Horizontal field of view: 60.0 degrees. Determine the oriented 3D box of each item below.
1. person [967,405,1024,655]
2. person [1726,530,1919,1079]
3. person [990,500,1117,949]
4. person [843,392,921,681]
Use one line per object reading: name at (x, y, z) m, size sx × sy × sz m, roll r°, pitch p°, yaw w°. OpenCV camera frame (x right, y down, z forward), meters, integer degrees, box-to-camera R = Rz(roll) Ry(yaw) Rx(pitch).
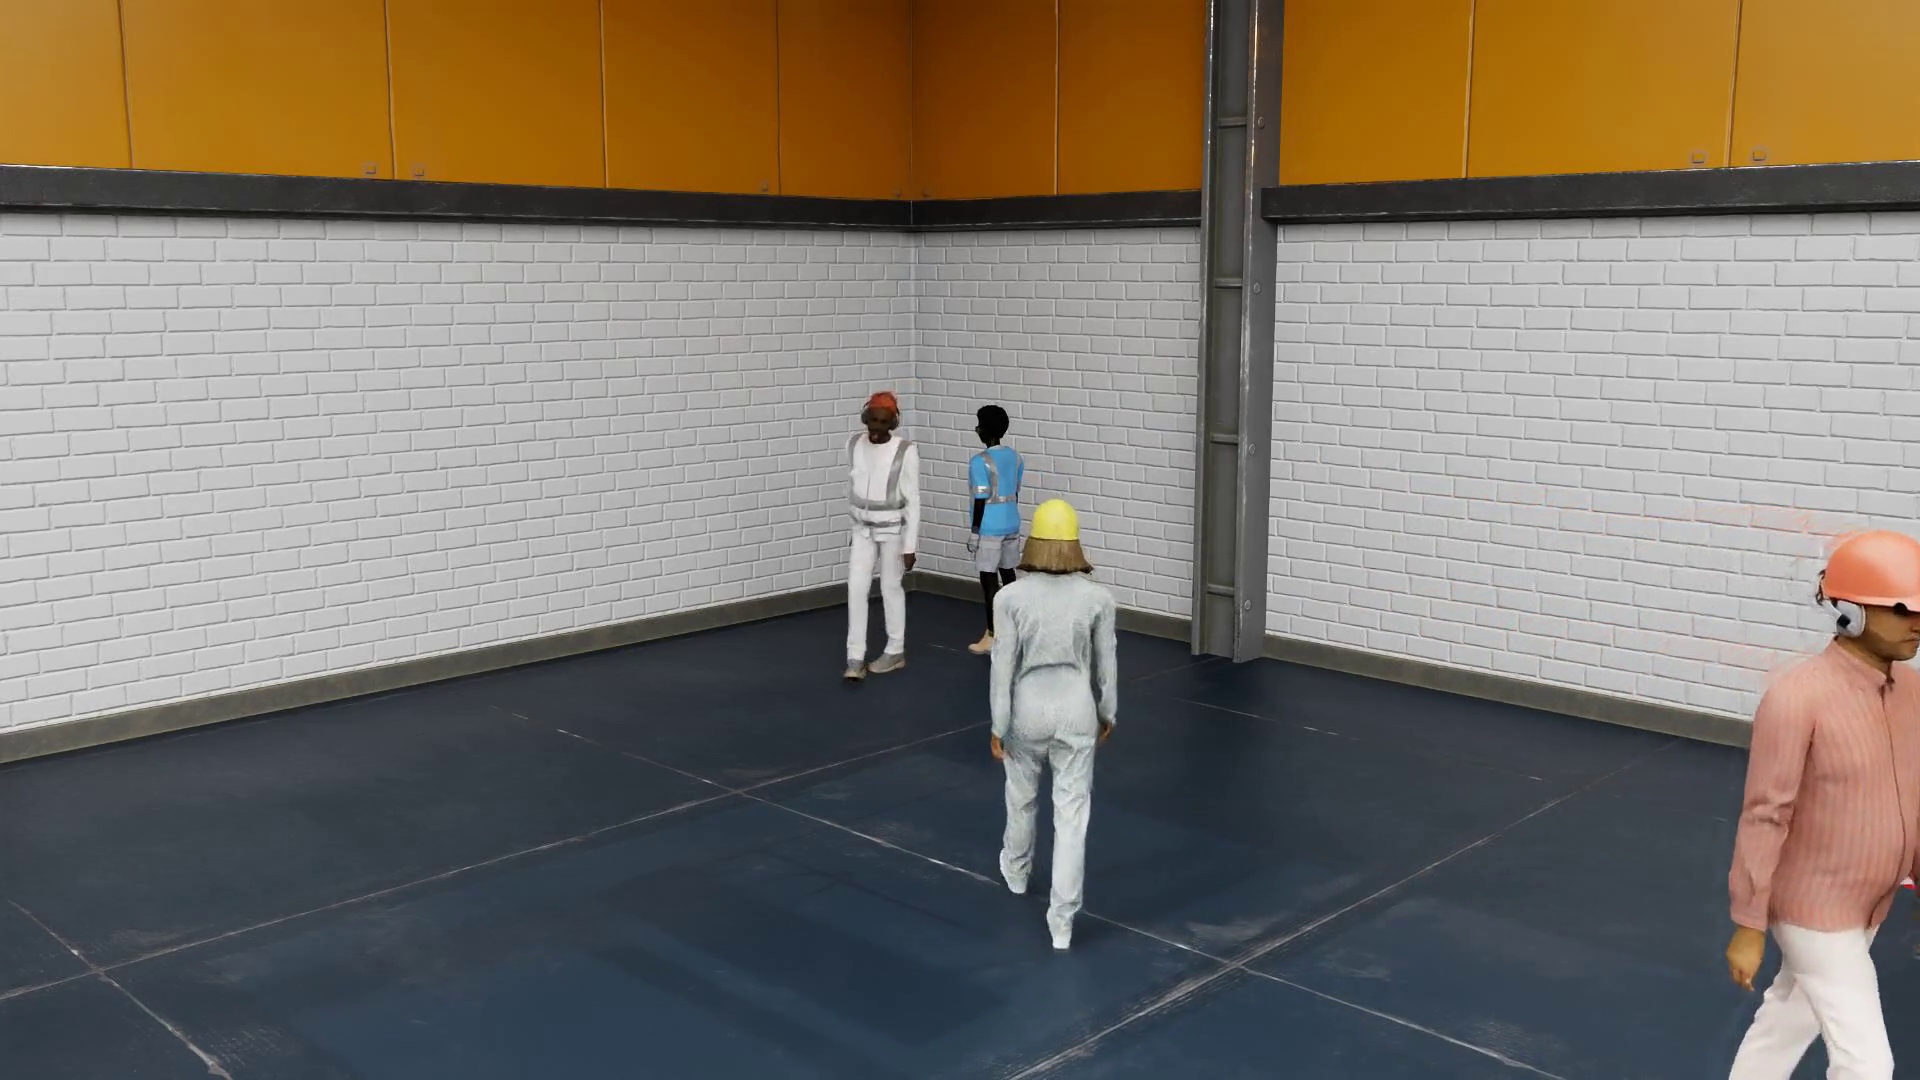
person at (0.230, -0.068, 11.281) m, size 0.317 × 1.695 × 0.540 m, roll 7°, pitch 11°, yaw 35°
person at (2.354, 0.954, 4.228) m, size 0.647 × 1.946 × 0.980 m, roll -6°, pitch 11°, yaw -33°
person at (0.364, 0.684, 6.620) m, size 0.514 × 1.700 × 0.855 m, roll -1°, pitch 9°, yaw -4°
person at (-0.513, -0.014, 10.493) m, size 0.606 × 1.841 × 0.791 m, roll 5°, pitch 10°, yaw 28°
